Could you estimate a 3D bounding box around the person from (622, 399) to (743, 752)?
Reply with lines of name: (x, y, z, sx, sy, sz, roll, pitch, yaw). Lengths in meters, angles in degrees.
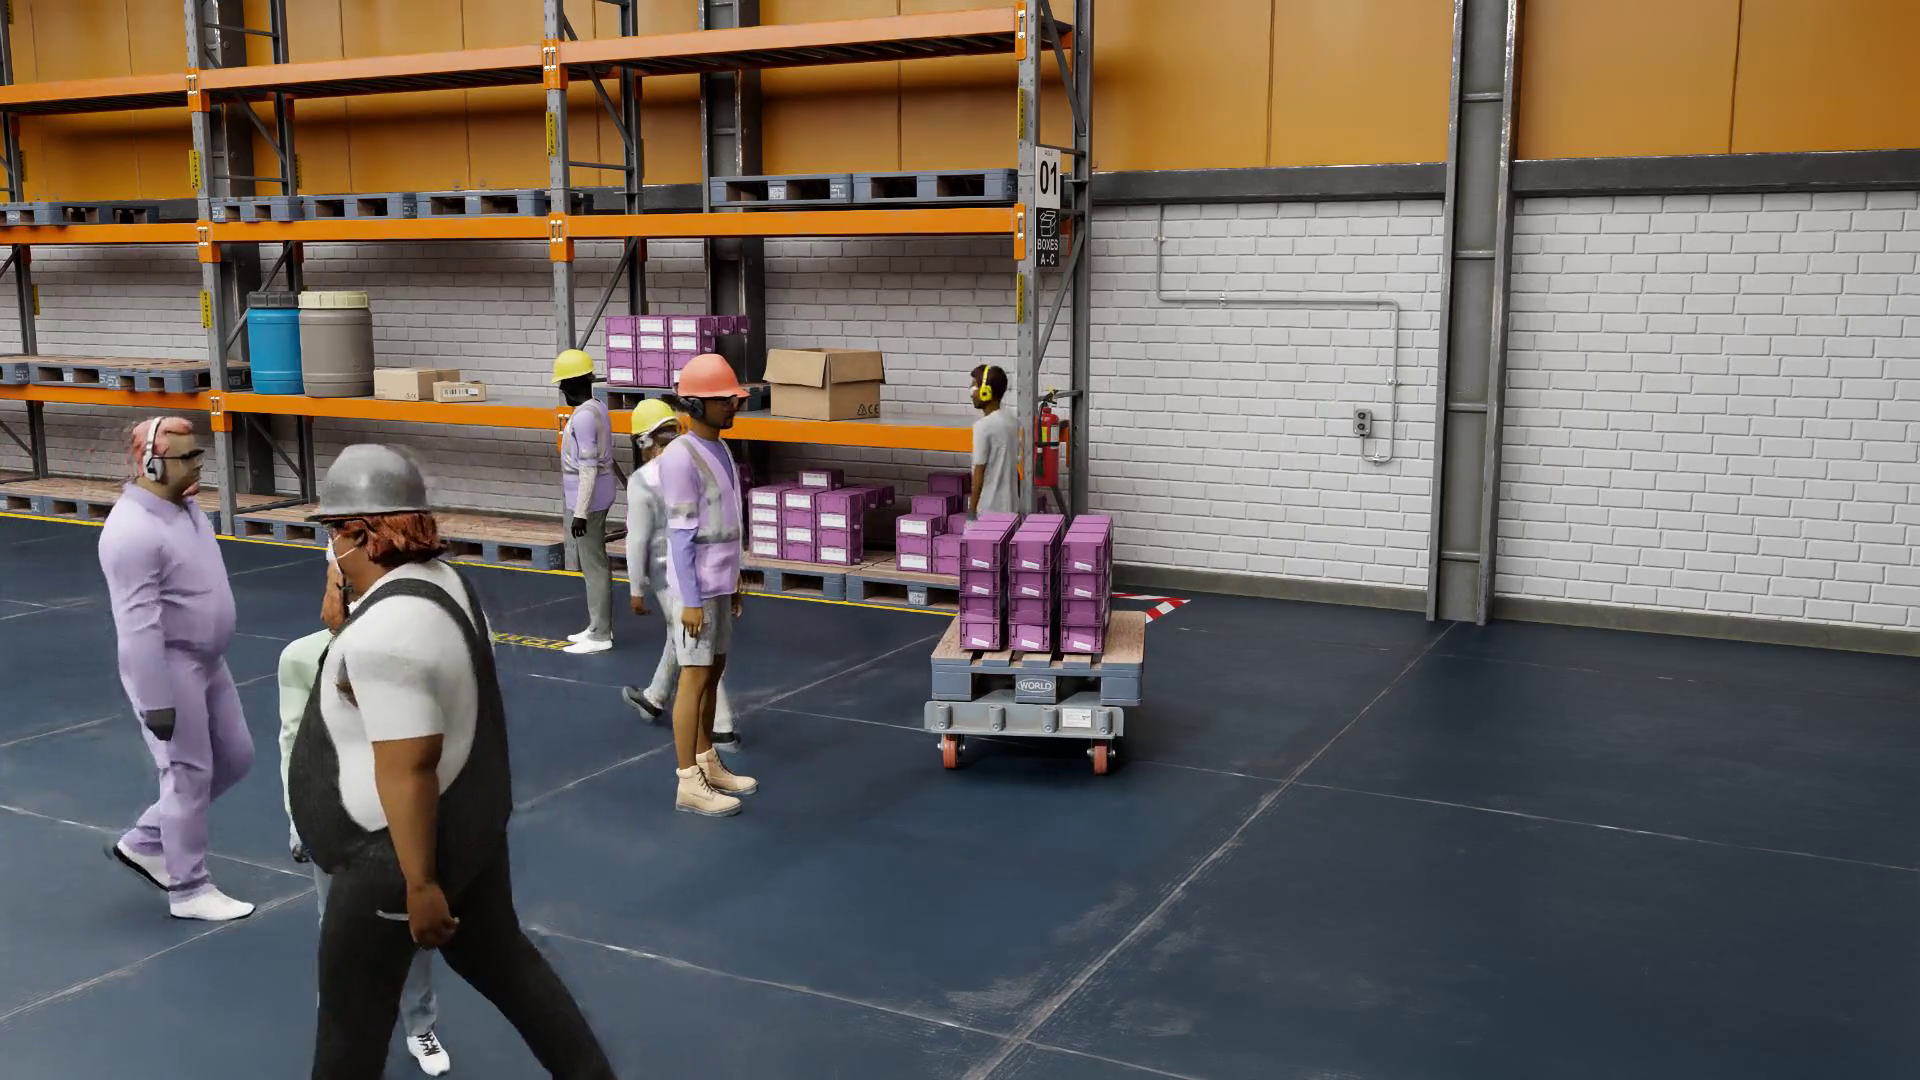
person: (-1.463, 0.163, 8.487, 0.941, 1.765, 0.634, 6, 11, 35)

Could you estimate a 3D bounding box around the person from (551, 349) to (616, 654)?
person: (-2.369, -0.243, 10.518, 0.373, 1.920, 0.585, -1, 9, -6)

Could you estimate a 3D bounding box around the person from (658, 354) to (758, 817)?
person: (-1.111, 0.193, 7.443, 0.378, 2.045, 0.605, 2, 9, 9)

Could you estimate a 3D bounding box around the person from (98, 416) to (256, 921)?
person: (-2.884, 0.484, 6.122, 0.464, 1.888, 0.664, -1, 9, -6)

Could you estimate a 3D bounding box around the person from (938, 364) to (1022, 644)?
person: (0.251, -0.162, 10.263, 0.804, 1.847, 0.530, 4, 10, 23)

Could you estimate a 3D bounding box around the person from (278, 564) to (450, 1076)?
person: (-1.727, 0.809, 4.912, 0.499, 1.634, 0.280, -5, 10, -26)
